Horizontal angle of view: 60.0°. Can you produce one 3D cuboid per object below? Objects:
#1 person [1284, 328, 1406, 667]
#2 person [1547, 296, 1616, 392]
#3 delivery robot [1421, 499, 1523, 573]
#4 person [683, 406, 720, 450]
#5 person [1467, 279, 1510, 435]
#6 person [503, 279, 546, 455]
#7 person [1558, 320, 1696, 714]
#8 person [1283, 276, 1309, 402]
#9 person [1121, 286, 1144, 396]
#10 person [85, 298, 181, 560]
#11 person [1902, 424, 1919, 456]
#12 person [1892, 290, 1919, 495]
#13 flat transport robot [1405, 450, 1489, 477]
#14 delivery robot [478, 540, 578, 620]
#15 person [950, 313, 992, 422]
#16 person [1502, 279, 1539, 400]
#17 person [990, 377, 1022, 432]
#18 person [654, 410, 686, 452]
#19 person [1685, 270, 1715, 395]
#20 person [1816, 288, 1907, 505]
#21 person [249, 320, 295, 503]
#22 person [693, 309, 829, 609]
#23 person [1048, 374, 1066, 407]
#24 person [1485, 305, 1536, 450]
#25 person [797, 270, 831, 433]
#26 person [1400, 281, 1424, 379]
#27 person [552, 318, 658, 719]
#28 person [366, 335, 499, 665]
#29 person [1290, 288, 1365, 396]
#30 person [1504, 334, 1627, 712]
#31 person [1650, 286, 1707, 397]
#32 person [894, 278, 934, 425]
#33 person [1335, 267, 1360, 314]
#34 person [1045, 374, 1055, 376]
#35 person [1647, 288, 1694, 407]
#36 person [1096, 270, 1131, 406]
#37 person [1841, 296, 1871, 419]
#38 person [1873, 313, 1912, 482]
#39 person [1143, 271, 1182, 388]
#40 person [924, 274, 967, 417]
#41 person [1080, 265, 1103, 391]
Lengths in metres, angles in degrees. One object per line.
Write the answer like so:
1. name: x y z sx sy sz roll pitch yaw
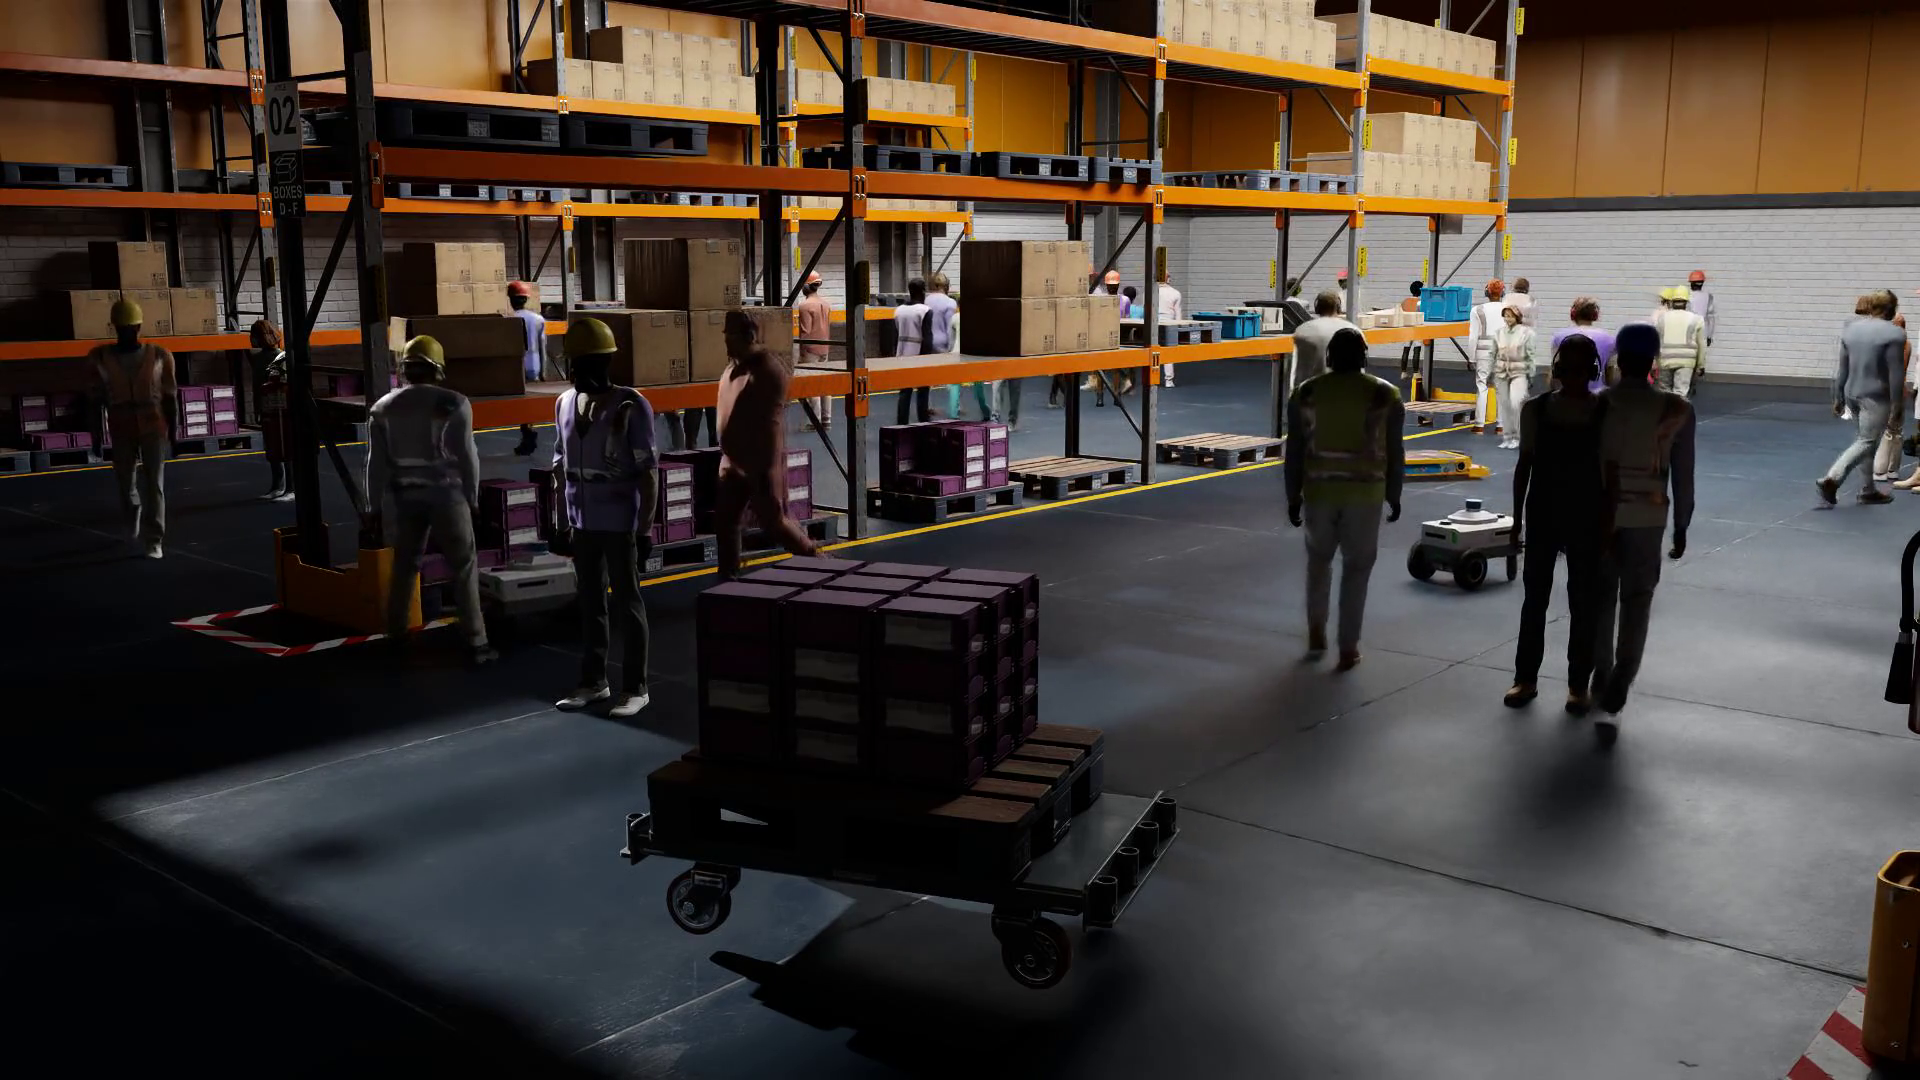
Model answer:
1. person: 2.113 -0.241 9.103 0.626 1.826 0.608 4 11 22
2. person: 5.407 -1.205 14.537 0.618 1.835 0.422 0 10 -2
3. delivery robot: 3.463 -0.033 11.242 0.707 0.478 0.477 -5 11 -31
4. person: -2.465 -1.466 16.048 0.598 1.830 0.403 -3 11 -19
5. person: 6.434 -2.207 20.125 0.575 1.883 0.355 0 10 3
6. person: -4.706 -1.842 17.952 0.550 1.920 0.671 -7 12 -35
7. person: 3.250 -0.114 8.155 0.626 1.915 0.870 5 11 27
8. person: 4.739 -2.839 23.816 0.517 1.854 0.649 4 11 20
9. person: 2.554 -3.014 25.281 0.546 1.680 0.372 -6 11 -29
10. person: -6.034 -0.822 12.183 0.603 1.904 0.688 -4 11 -23
11. person: 10.525 -1.782 17.701 0.567 1.879 1.004 -2 10 -11
12. person: 8.916 -1.430 15.254 0.394 2.040 0.609 1 10 4
13. flat transport robot: 4.401 -0.745 16.386 1.431 0.197 0.652 -2 10 -13
14. delivery robot: -2.440 0.244 9.681 0.707 0.478 0.477 -8 13 -37
15. person: 0.146 -2.354 21.431 0.581 1.704 0.876 8 13 40
16. person: 8.218 -2.941 24.567 0.627 1.805 0.639 5 11 27
17. person: 0.572 -2.117 20.157 0.497 1.677 0.937 2 10 12
18. person: -2.684 -1.249 14.865 0.538 1.826 0.997 5 11 27
19. person: 11.315 -3.208 25.768 0.564 1.904 0.876 0 10 -1
20. person: 7.844 -1.230 14.489 0.823 1.919 0.647 -2 10 -13
21. person: -6.129 -1.146 14.820 0.494 1.624 0.282 7 12 35
22. person: -1.250 -0.509 10.462 0.839 1.882 0.640 -8 13 -39
23. person: 1.433 -2.766 23.291 0.682 1.883 1.053 -5 11 -25
24. person: 6.155 -1.815 18.633 0.542 1.619 0.504 10 14 44
25. person: -1.813 -2.318 20.433 0.396 1.993 0.618 5 11 26
26. person: 7.777 -3.583 28.487 0.317 1.695 0.540 -7 12 -34
27. person: -1.729 -0.101 8.005 0.593 1.924 0.381 5 11 28
28. person: -2.928 -0.221 9.142 0.753 1.781 0.515 2 10 10
29. person: 3.239 -1.236 14.541 0.657 1.907 0.719 -1 10 -3
30. person: 2.957 -0.083 8.142 0.508 1.845 0.345 5 11 28
31. person: 8.566 -2.111 19.823 0.606 1.793 0.868 7 12 33
32. person: -0.529 -2.129 19.610 0.606 1.916 0.421 9 13 41
33. person: 5.970 -3.301 26.159 0.971 1.943 0.624 -1 10 -7
34. person: 1.673 -3.716 29.426 0.376 1.629 0.557 -3 10 -17
35. person: 9.738 -2.621 22.983 0.949 1.709 0.530 0 10 2
36. person: 2.166 -2.860 23.689 0.552 1.935 0.374 -1 10 -5
37. person: 11.884 -2.399 21.924 0.505 1.631 0.278 3 10 16
38. person: 8.976 -1.378 16.091 0.513 1.642 0.313 -6 12 -33
39. person: 3.279 -3.409 26.943 0.649 1.896 0.400 3 10 16
40. person: -0.253 -2.593 22.243 0.653 1.933 0.588 10 14 44
41. person: 1.992 -3.342 26.209 0.584 2.018 0.645 -4 11 -23
